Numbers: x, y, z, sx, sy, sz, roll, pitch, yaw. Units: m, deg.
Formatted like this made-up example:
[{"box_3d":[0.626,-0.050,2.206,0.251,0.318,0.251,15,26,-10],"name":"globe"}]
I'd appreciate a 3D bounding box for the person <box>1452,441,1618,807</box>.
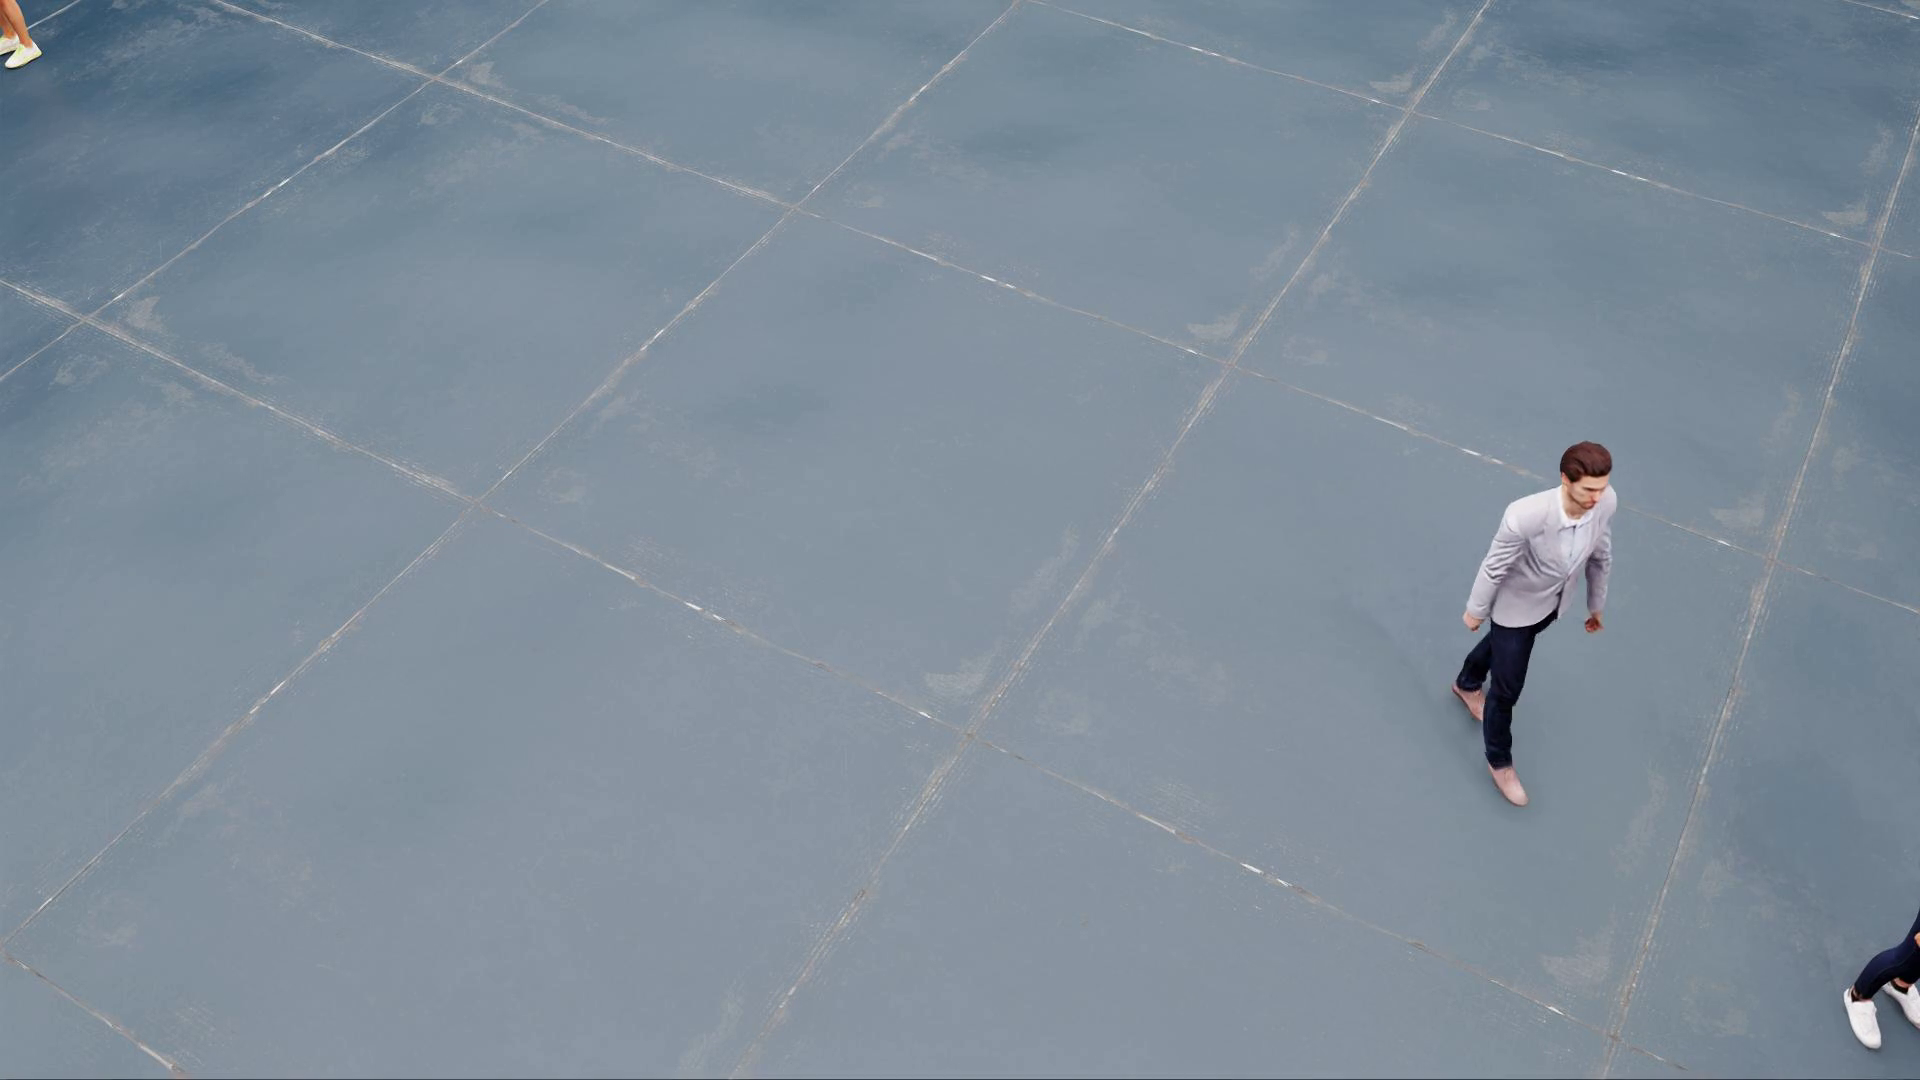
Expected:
[{"box_3d":[2.399,0.192,7.148,1.036,1.824,1.124,-17,49,-15],"name":"person"}]
